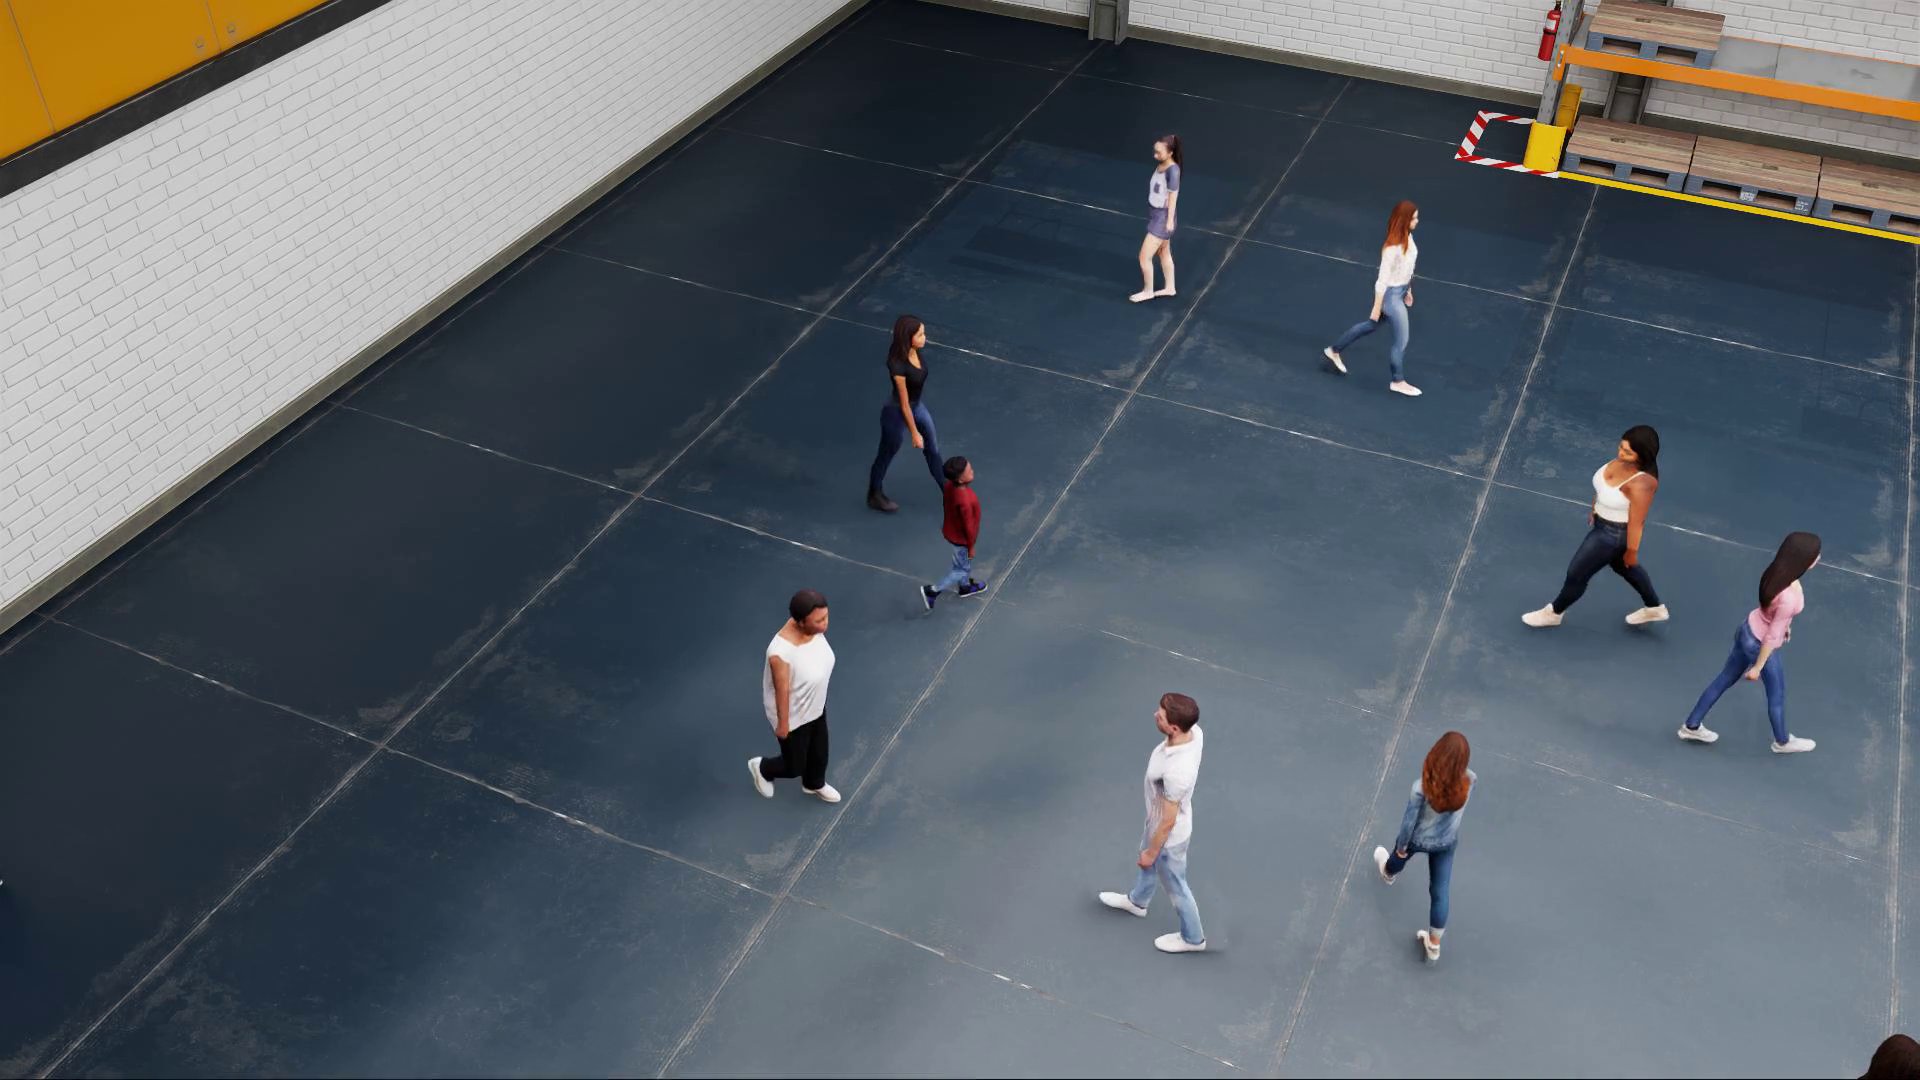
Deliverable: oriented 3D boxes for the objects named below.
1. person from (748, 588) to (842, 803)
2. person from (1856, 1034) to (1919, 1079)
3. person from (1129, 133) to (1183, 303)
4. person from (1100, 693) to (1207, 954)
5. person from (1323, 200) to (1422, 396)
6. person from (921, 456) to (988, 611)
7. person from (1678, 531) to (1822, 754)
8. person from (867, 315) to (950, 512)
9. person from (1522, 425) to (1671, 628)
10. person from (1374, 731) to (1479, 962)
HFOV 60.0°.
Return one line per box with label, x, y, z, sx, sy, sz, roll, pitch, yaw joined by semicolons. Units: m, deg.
person;-1.015;0.957;10.021;0.758;1.668;0.674;18;42;21
person;4.107;2.817;7.712;0.644;1.642;0.676;-18;42;-21
person;1.894;-2.857;14.825;0.831;1.631;0.785;-2;39;-2
person;1.191;1.571;9.106;0.951;1.848;0.793;7;39;9
person;3.469;-2.027;13.735;1.113;1.695;0.597;18;42;21
person;-0.057;-0.031;11.598;0.826;1.242;0.757;-12;40;-14
person;4.904;0.636;10.387;1.100;1.712;0.764;5;39;6
person;-0.514;-0.900;12.319;1.085;1.700;0.643;13;41;16
person;4.510;-0.038;11.194;1.263;1.758;0.828;9;40;11
person;2.663;1.713;9.259;1.052;1.437;1.000;-7;39;-8
